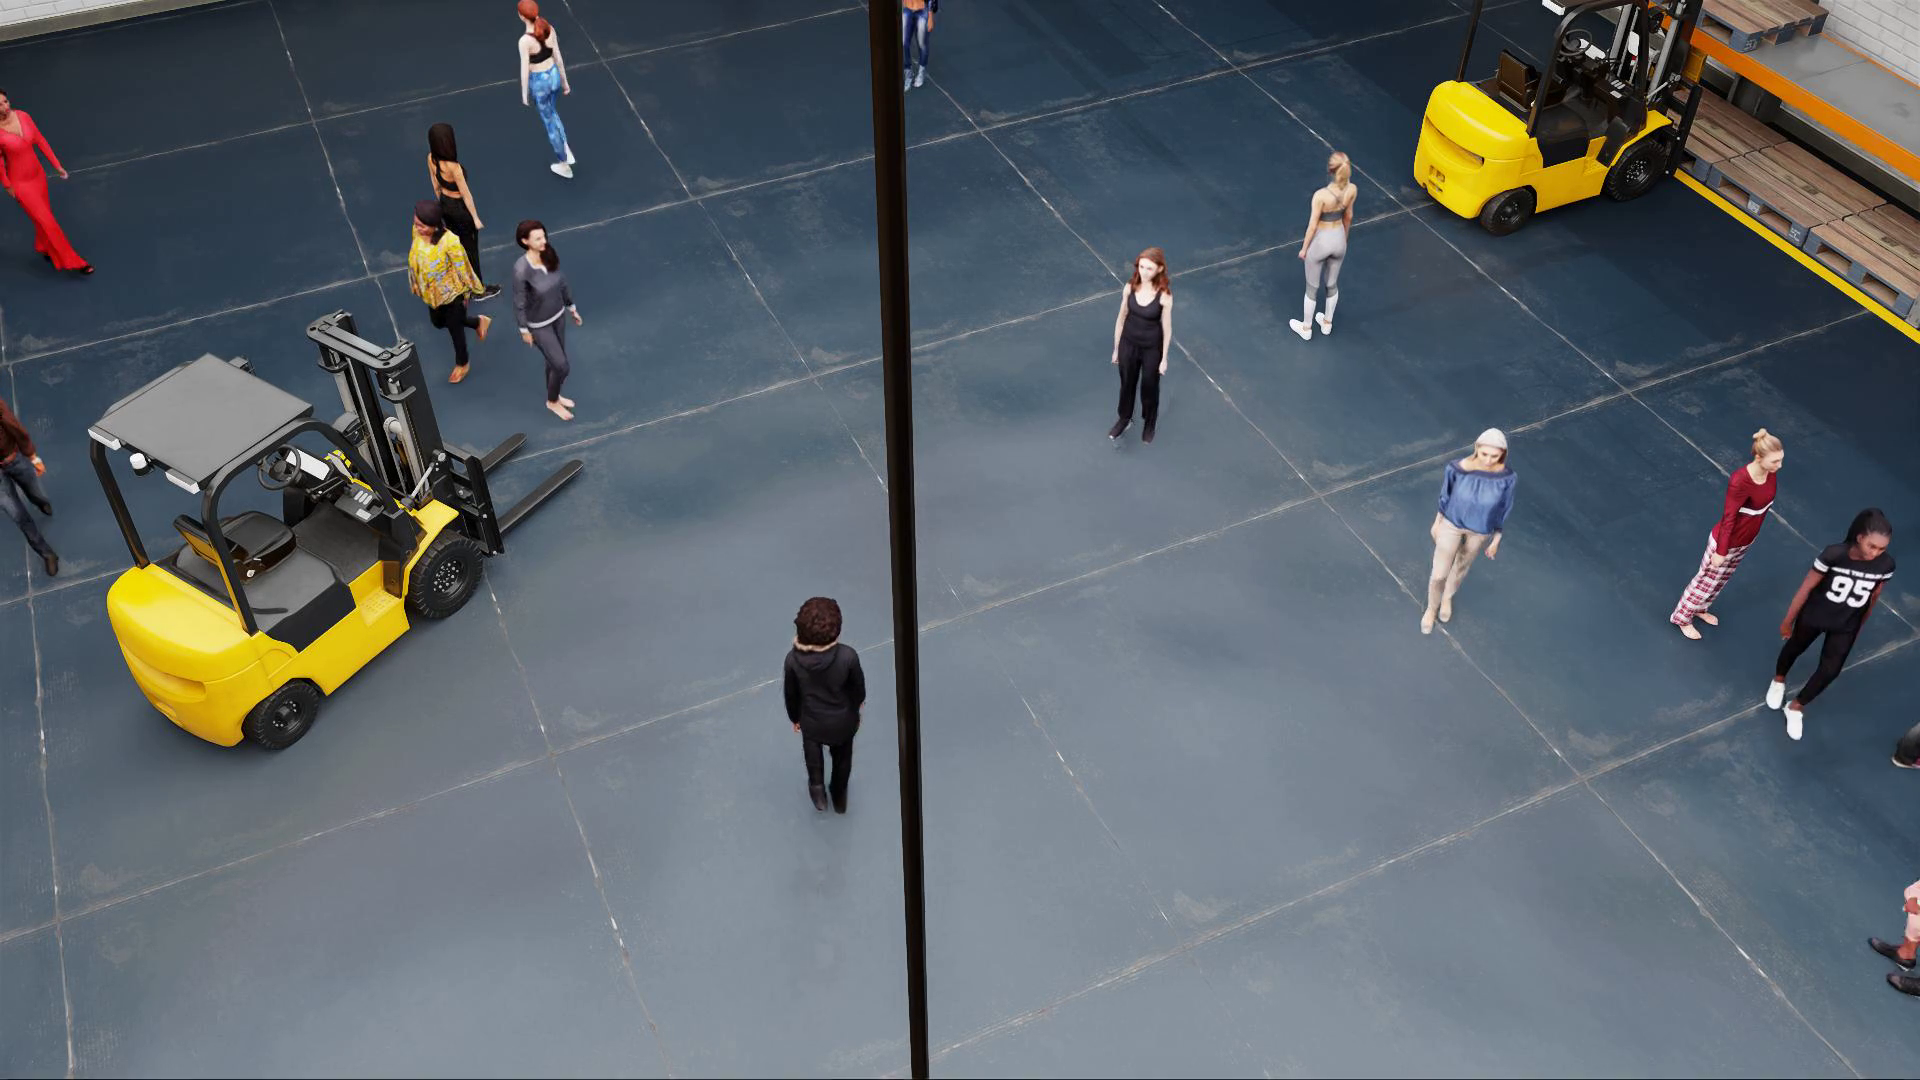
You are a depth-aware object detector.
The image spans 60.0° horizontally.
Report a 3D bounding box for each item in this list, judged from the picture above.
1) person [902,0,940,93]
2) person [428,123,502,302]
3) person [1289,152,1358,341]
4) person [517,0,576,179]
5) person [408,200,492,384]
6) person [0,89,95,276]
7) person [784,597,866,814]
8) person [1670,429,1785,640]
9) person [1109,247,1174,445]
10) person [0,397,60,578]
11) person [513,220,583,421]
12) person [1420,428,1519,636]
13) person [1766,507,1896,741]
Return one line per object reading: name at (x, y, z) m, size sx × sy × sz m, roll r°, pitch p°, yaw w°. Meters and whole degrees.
person at (-0.415, -5.321, 16.724) m, size 0.777 × 1.607 × 0.835 m, roll 13°, pitch 45°, yaw 13°
person at (-4.244, -2.766, 14.015) m, size 0.596 × 1.643 × 0.697 m, roll 23°, pitch 48°, yaw 22°
person at (2.994, -2.400, 13.585) m, size 0.585 × 1.707 × 0.552 m, roll -13°, pitch 45°, yaw -13°
person at (-3.758, -4.123, 15.351) m, size 0.775 × 1.776 × 0.724 m, roll 30°, pitch 51°, yaw 28°
person at (-4.028, -2.029, 13.248) m, size 0.970 × 1.635 × 1.004 m, roll 23°, pitch 48°, yaw 22°
person at (-8.064, -3.103, 14.294) m, size 1.016 × 1.758 × 0.969 m, roll 12°, pitch 45°, yaw 13°
person at (-0.786, 1.072, 9.899) m, size 0.716 × 1.765 × 0.728 m, roll 0°, pitch 44°, yaw 1°
person at (5.165, -0.039, 11.113) m, size 0.661 × 1.698 × 0.582 m, roll -29°, pitch 51°, yaw -27°
person at (1.398, -1.486, 12.597) m, size 0.675 × 1.746 × 0.748 m, roll 18°, pitch 46°, yaw 18°
person at (-6.711, -0.567, 11.629) m, size 0.720 × 1.751 × 1.036 m, roll -23°, pitch 48°, yaw -22°
person at (-3.273, -1.726, 12.844) m, size 0.809 × 1.753 × 0.755 m, roll 16°, pitch 46°, yaw 16°
person at (3.418, -0.135, 11.229) m, size 0.779 × 1.687 × 0.834 m, roll 9°, pitch 44°, yaw 10°
person at (5.518, 0.441, 10.596) m, size 0.868 × 1.718 × 0.932 m, roll 13°, pitch 45°, yaw 13°
